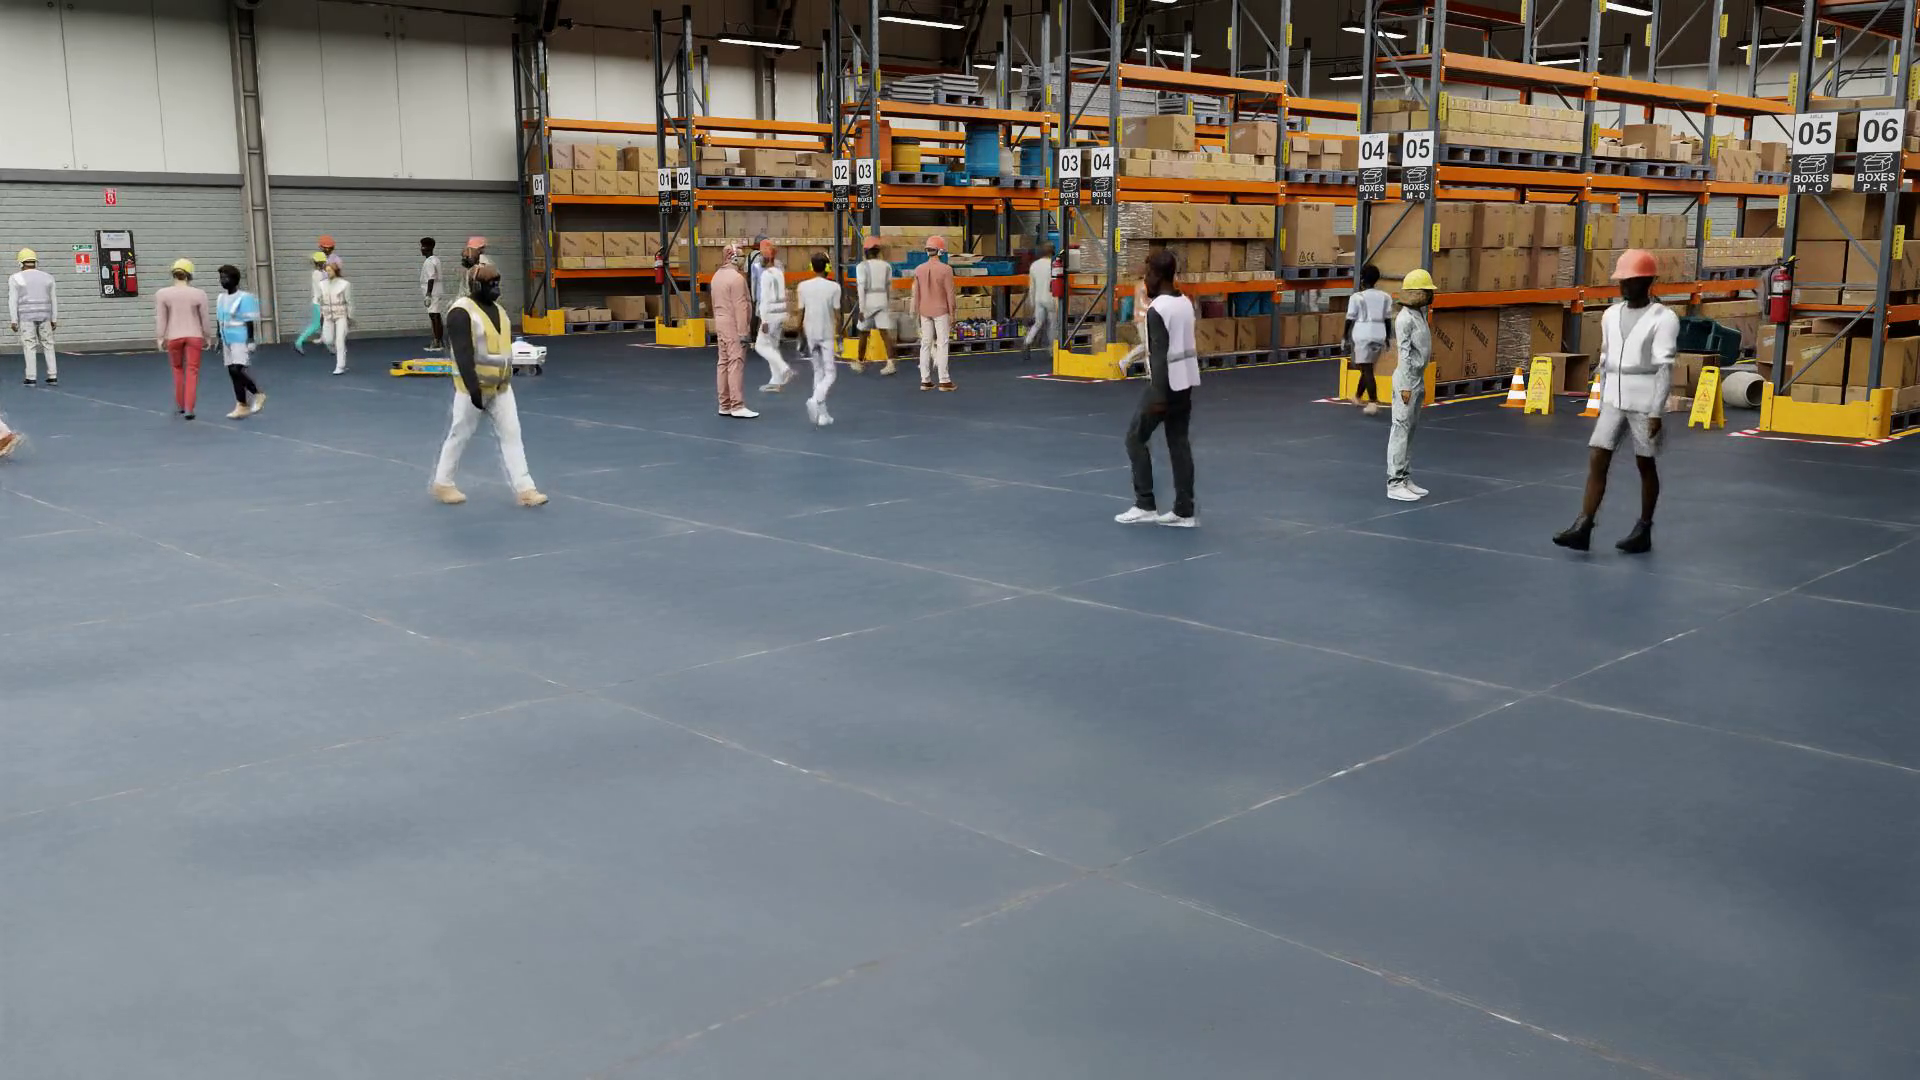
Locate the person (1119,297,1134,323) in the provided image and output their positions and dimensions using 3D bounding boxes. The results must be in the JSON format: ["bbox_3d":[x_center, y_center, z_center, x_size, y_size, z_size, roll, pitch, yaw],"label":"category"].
[{"bbox_3d":[3.820,-5.611,36.685,0.963,1.794,0.596,-8,13,-37],"label":"person"}]

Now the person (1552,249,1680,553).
[{"bbox_3d":[4.116,-0.846,10.396,0.875,1.905,0.570,-7,12,-33],"label":"person"}]

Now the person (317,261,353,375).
[{"bbox_3d":[-9.071,-3.239,24.220,0.530,1.623,0.510,1,10,7],"label":"person"}]

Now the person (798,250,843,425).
[{"bbox_3d":[-1.486,-2.109,17.473,0.517,1.851,0.725,4,11,19],"label":"person"}]

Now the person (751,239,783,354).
[{"bbox_3d":[-3.265,-4.119,28.183,0.547,1.936,0.384,0,10,-2],"label":"person"}]

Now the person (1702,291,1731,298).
[{"bbox_3d":[14.043,-4.562,30.716,0.898,1.896,0.598,-7,13,-34],"label":"person"}]

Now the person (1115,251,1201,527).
[{"bbox_3d":[1.366,-1.043,11.538,0.677,1.893,0.594,7,12,33],"label":"person"}]

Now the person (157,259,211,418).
[{"bbox_3d":[-8.587,-2.238,18.468,0.535,1.724,0.821,-3,11,-15],"label":"person"}]

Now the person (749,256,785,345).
[{"bbox_3d":[-3.491,-4.393,30.063,0.603,1.787,0.850,9,14,40],"label":"person"}]

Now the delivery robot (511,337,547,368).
[{"bbox_3d":[-6.327,-2.676,23.934,0.707,0.478,0.477,1,10,6],"label":"delivery robot"}]

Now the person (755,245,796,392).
[{"bbox_3d":[-2.389,-2.826,21.294,0.473,1.870,0.611,2,11,13],"label":"person"}]

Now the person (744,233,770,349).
[{"bbox_3d":[-3.480,-4.385,29.457,0.536,2.000,0.688,-8,13,-37],"label":"person"}]

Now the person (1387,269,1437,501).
[{"bbox_3d":[3.462,-1.188,12.717,0.294,1.744,0.485,6,12,28],"label":"person"}]

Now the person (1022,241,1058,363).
[{"bbox_3d":[1.324,-3.745,26.229,0.634,1.912,0.868,7,13,34],"label":"person"}]

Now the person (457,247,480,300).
[{"bbox_3d":[-6.549,-3.015,22.429,0.429,1.842,0.630,0,10,1],"label":"person"}]

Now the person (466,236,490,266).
[{"bbox_3d":[-7.739,-3.889,26.795,0.441,1.974,0.654,1,10,4],"label":"person"}]

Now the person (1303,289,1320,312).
[{"bbox_3d":[7.214,-5.218,34.150,0.408,1.944,0.616,-3,11,-16],"label":"person"}]

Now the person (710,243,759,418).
[{"bbox_3d":[-2.494,-2.316,18.419,0.403,1.911,0.637,-6,12,-32],"label":"person"}]

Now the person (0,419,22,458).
[{"bbox_3d":[-8.849,-1.633,14.571,0.970,1.965,0.638,-6,12,-30],"label":"person"}]

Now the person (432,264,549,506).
[{"bbox_3d":[-3.577,-1.150,12.392,0.970,1.801,0.621,5,11,24],"label":"person"}]

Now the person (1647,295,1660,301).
[{"bbox_3d":[14.720,-5.260,35.275,0.504,1.622,0.432,-5,11,-24],"label":"person"}]

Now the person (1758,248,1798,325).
[{"bbox_3d":[12.546,-3.562,25.458,0.606,1.817,0.434,10,14,43],"label":"person"}]

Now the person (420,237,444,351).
[{"bbox_3d":[-9.240,-4.303,29.091,0.366,1.967,0.603,-1,10,-4],"label":"person"}]

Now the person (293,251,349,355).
[{"bbox_3d":[-10.771,-3.959,27.856,0.809,1.735,0.525,-3,11,-17],"label":"person"}]

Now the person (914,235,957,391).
[{"bbox_3d":[-0.312,-2.942,21.590,0.612,1.997,0.375,6,12,31],"label":"person"}]

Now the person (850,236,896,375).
[{"bbox_3d":[-1.235,-3.382,24.024,0.629,1.992,1.042,-7,13,-34],"label":"person"}]

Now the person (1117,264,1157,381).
[{"bbox_3d":[2.477,-2.992,22.885,0.612,1.611,0.550,-2,11,-12],"label":"person"}]

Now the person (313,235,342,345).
[{"bbox_3d":[-11.366,-4.484,29.982,0.685,2.005,0.468,7,13,34],"label":"person"}]

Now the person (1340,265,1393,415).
[{"bbox_3d":[4.571,-2.274,18.853,0.557,1.649,0.847,-4,11,-19],"label":"person"}]

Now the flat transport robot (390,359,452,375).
[{"bbox_3d":[-7.409,-2.503,24.022,1.431,0.197,0.652,1,10,6],"label":"flat transport robot"}]

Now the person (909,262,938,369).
[{"bbox_3d":[-0.474,-3.348,24.856,0.502,1.610,0.692,-7,13,-35],"label":"person"}]

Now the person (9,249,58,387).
[{"bbox_3d":[-12.391,-2.974,22.247,0.404,1.825,0.598,8,13,36],"label":"person"}]

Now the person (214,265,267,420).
[{"bbox_3d":[-7.928,-2.162,18.180,0.542,1.680,0.363,7,12,32],"label":"person"}]
